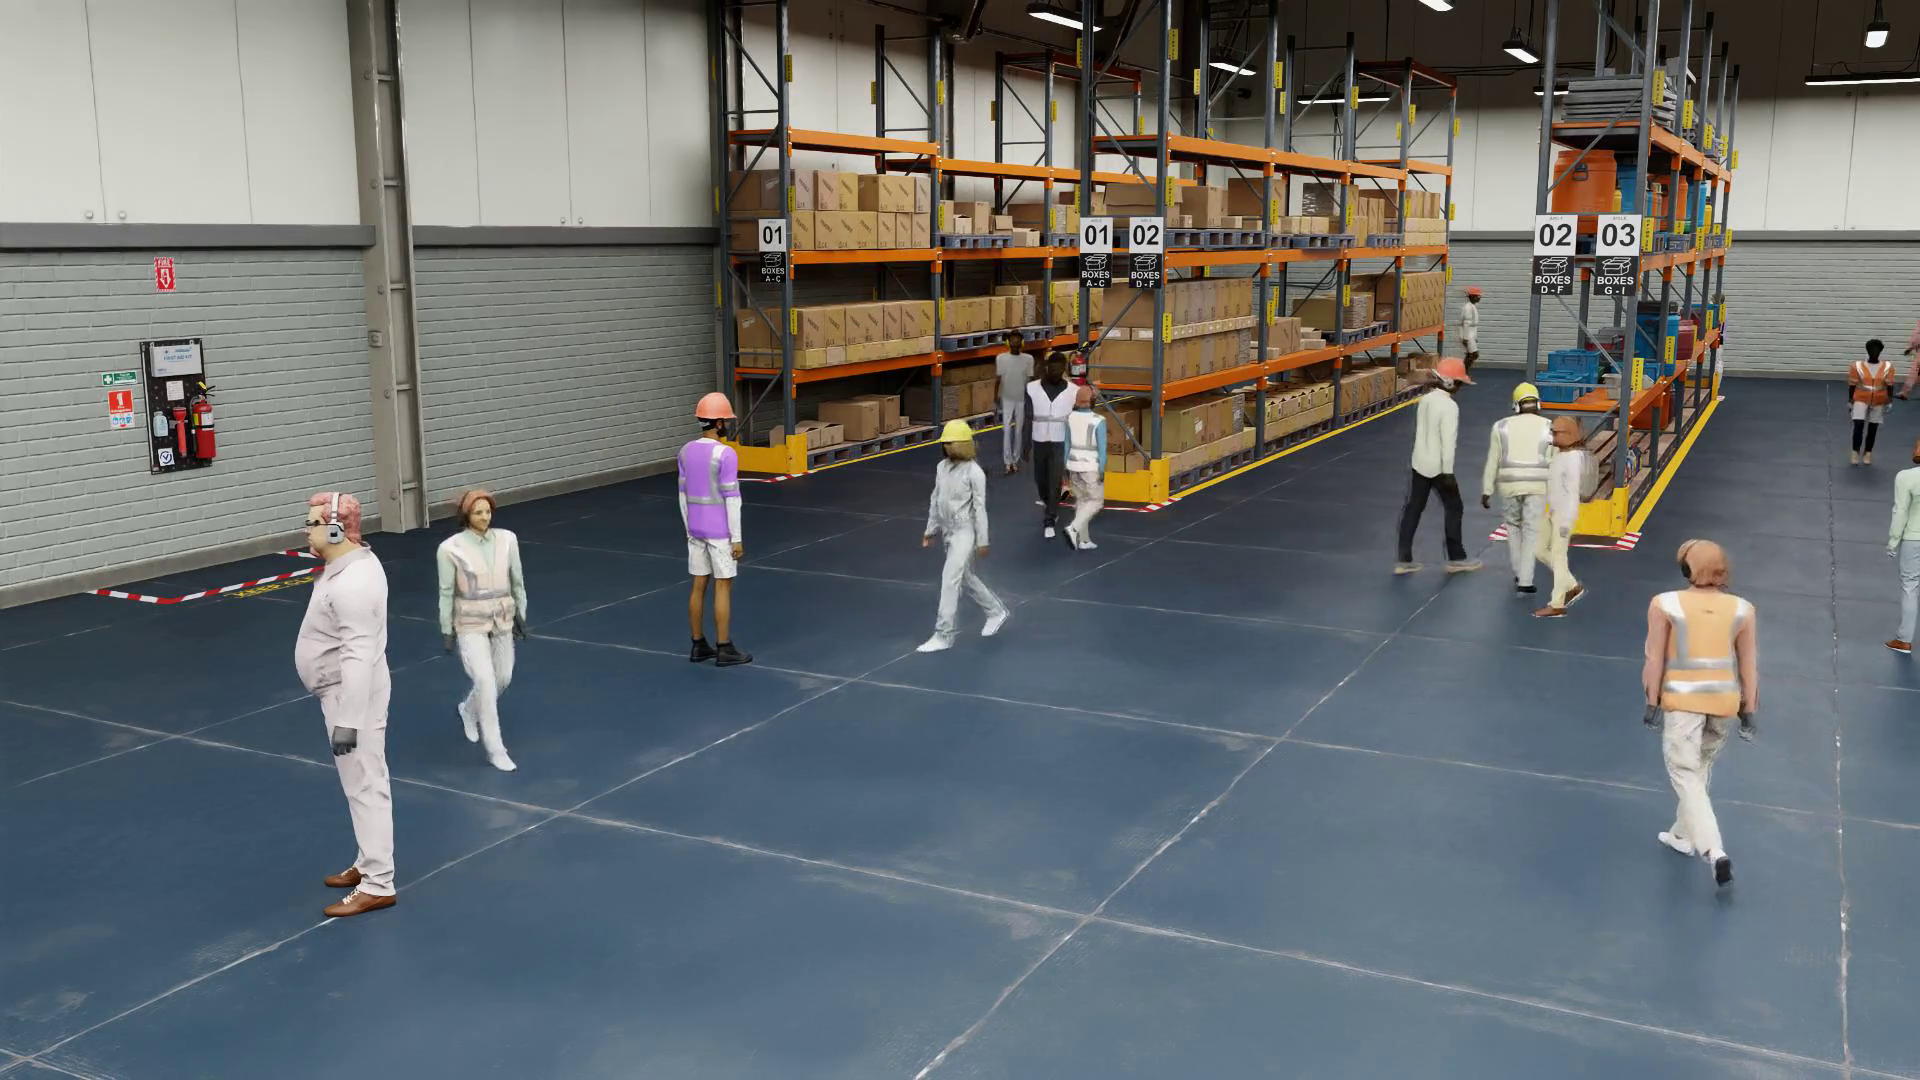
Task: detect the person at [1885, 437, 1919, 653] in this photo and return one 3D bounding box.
[{"bbox_3d":[7.020,0.015,12.116,0.501,1.632,0.285,1,10,5],"label":"person"}]

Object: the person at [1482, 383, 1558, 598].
[{"bbox_3d":[4.818,-0.438,14.161,0.658,1.781,0.776,5,12,25],"label":"person"}]

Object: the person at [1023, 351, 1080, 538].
[{"bbox_3d":[0.946,-1.005,17.041,0.585,1.873,0.862,1,10,8],"label":"person"}]

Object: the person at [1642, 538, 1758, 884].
[{"bbox_3d":[3.539,0.810,7.879,0.526,1.596,0.768,0,10,-2],"label":"person"}]

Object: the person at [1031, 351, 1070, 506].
[{"bbox_3d":[1.020,-1.247,18.698,0.618,1.734,0.361,-9,14,-40],"label":"person"}]

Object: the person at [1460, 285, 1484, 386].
[{"bbox_3d":[10.298,-4.099,33.472,0.428,2.026,0.651,5,12,26],"label":"person"}]

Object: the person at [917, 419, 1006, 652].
[{"bbox_3d":[0.043,-0.059,12.315,0.851,1.709,0.494,-7,13,-35],"label":"person"}]

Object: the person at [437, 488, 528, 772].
[{"bbox_3d":[-2.774,0.484,9.599,0.700,1.614,0.524,10,14,42],"label":"person"}]

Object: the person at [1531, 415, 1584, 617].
[{"bbox_3d":[4.754,-0.184,13.208,0.361,1.621,0.517,1,10,4],"label":"person"}]

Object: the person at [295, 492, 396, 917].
[{"bbox_3d":[-2.760,0.727,7.485,0.406,1.911,0.637,-3,11,-17],"label":"person"}]

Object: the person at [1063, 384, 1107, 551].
[{"bbox_3d":[1.162,-0.670,15.894,0.522,1.624,0.553,10,14,44],"label":"person"}]

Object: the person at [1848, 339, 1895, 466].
[{"bbox_3d":[11.964,-1.783,21.832,0.538,1.670,0.739,4,11,20],"label":"person"}]

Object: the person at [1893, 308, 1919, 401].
[{"bbox_3d":[17.588,-3.490,30.594,0.843,1.874,0.651,3,11,15],"label":"person"}]

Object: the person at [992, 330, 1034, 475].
[{"bbox_3d":[0.699,-1.731,21.075,0.559,1.833,0.886,0,10,-1],"label":"person"}]

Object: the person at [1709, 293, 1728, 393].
[{"bbox_3d":[14.641,-3.821,32.202,0.371,1.941,0.627,6,12,29],"label":"person"}]

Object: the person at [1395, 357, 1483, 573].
[{"bbox_3d":[4.342,-0.663,14.940,0.917,1.942,0.759,-3,11,-14],"label":"person"}]

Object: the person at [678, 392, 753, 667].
[{"bbox_3d":[-1.735,-0.075,11.781,0.548,1.937,0.379,8,13,38],"label":"person"}]
